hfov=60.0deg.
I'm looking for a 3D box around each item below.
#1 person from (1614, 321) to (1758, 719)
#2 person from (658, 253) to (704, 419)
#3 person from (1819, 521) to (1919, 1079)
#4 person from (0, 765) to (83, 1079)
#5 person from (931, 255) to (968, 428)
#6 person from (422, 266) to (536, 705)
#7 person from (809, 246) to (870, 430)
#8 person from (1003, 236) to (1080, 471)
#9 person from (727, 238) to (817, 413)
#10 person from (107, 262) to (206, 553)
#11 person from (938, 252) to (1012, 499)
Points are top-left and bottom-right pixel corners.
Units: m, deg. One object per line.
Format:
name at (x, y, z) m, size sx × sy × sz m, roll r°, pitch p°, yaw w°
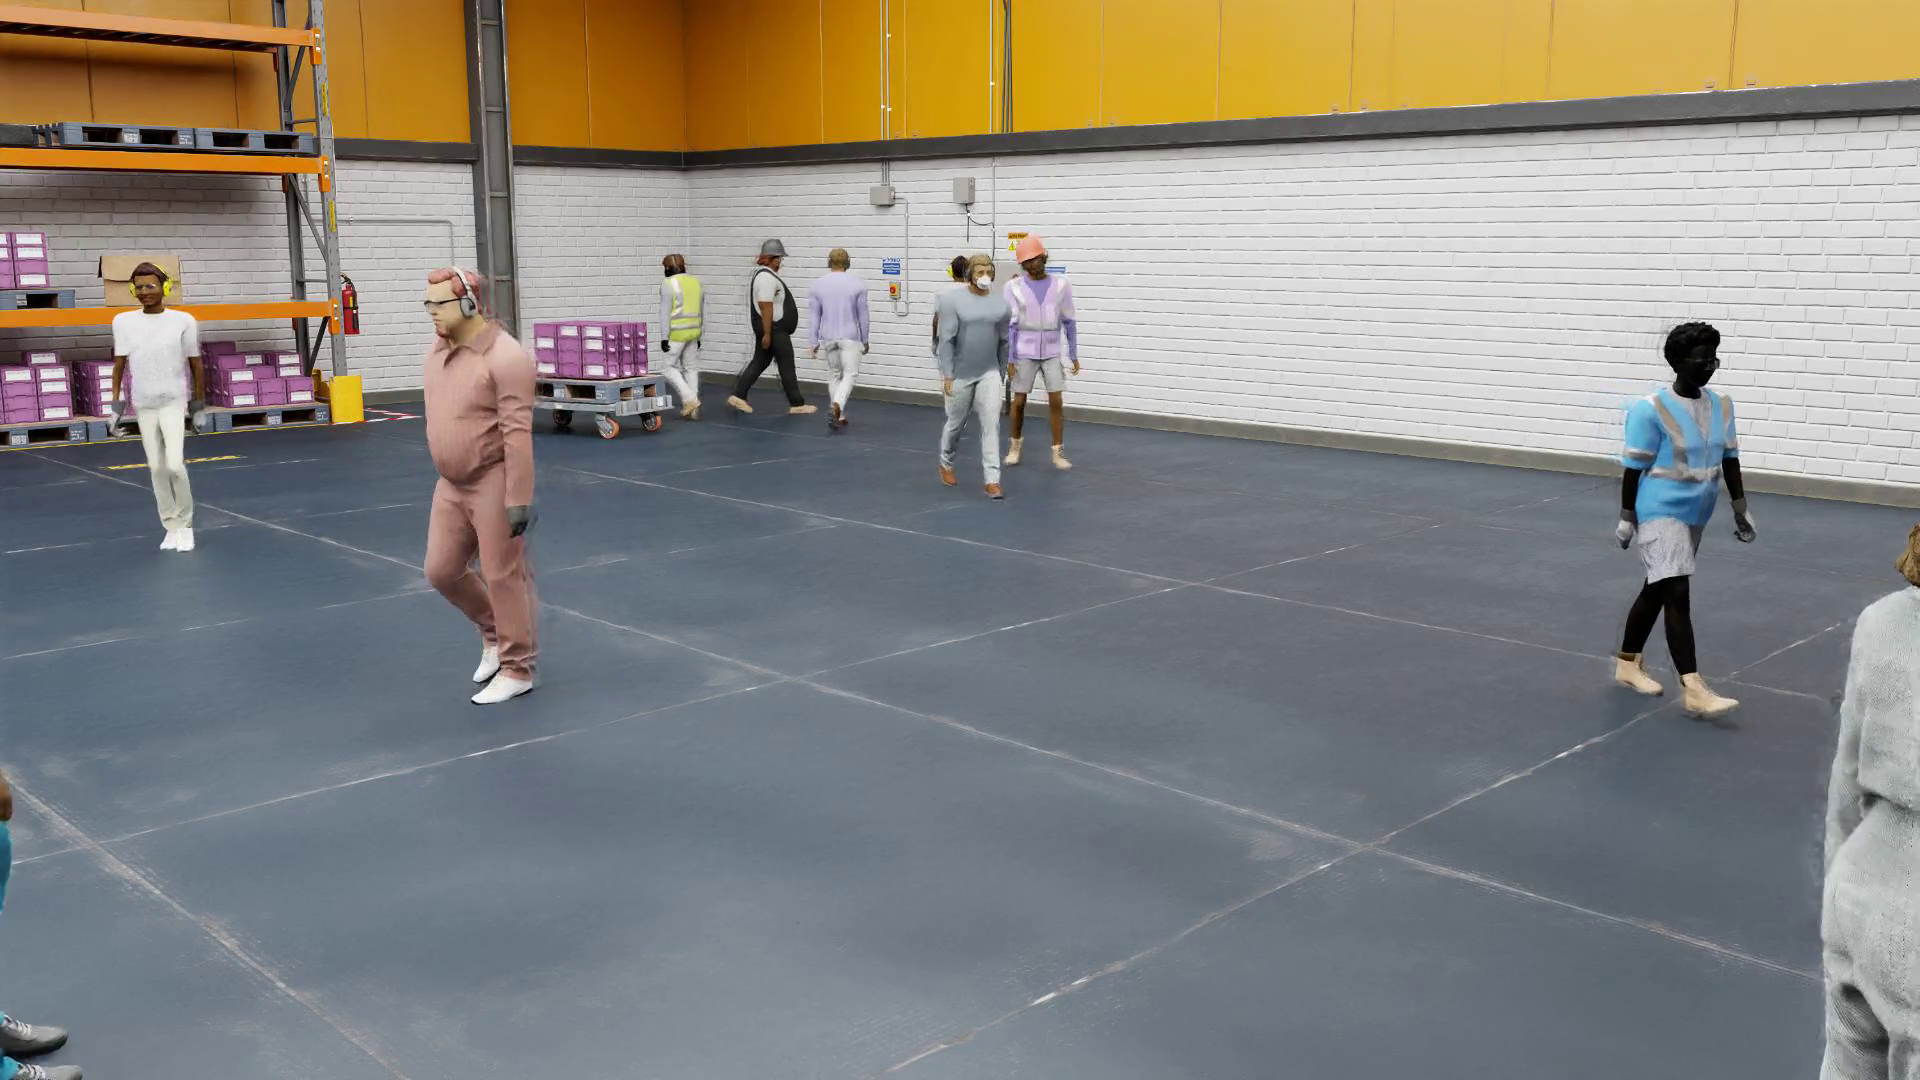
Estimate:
person at (3.114, -0.085, 7.052) m, size 0.539 × 1.655 × 0.819 m, roll -5°, pitch 12°, yaw -27°
person at (-3.042, -2.215, 18.209) m, size 0.429 × 1.824 × 0.698 m, roll 7°, pitch 13°, yaw 34°
person at (1.580, 0.683, 2.738) m, size 0.384 × 1.709 × 0.532 m, roll -1°, pitch 10°, yaw -6°
person at (-2.323, 0.436, 3.741) m, size 0.488 × 1.828 × 0.593 m, roll -6°, pitch 12°, yaw -30°
person at (-0.032, -2.021, 17.178) m, size 0.503 × 1.831 × 0.962 m, roll -1°, pitch 10°, yaw -5°
person at (-2.082, -0.228, 7.193) m, size 0.667 × 1.890 × 0.409 m, roll 7°, pitch 13°, yaw 34°
person at (-1.267, -2.073, 17.209) m, size 0.619 × 1.911 × 0.796 m, roll 3°, pitch 11°, yaw 16°
person at (0.702, -1.607, 14.426) m, size 0.680 × 2.012 × 0.503 m, roll -1°, pitch 10°, yaw -5°
person at (-2.180, -2.445, 18.875) m, size 0.987 × 2.000 × 0.686 m, roll -3°, pitch 11°, yaw -14°
person at (-5.132, -0.830, 10.596) m, size 0.522 × 1.851 × 0.585 m, roll -2°, pitch 10°, yaw -8°
person at (0.096, -1.309, 13.107) m, size 0.644 × 1.904 × 0.999 m, roll -4°, pitch 11°, yaw -19°
